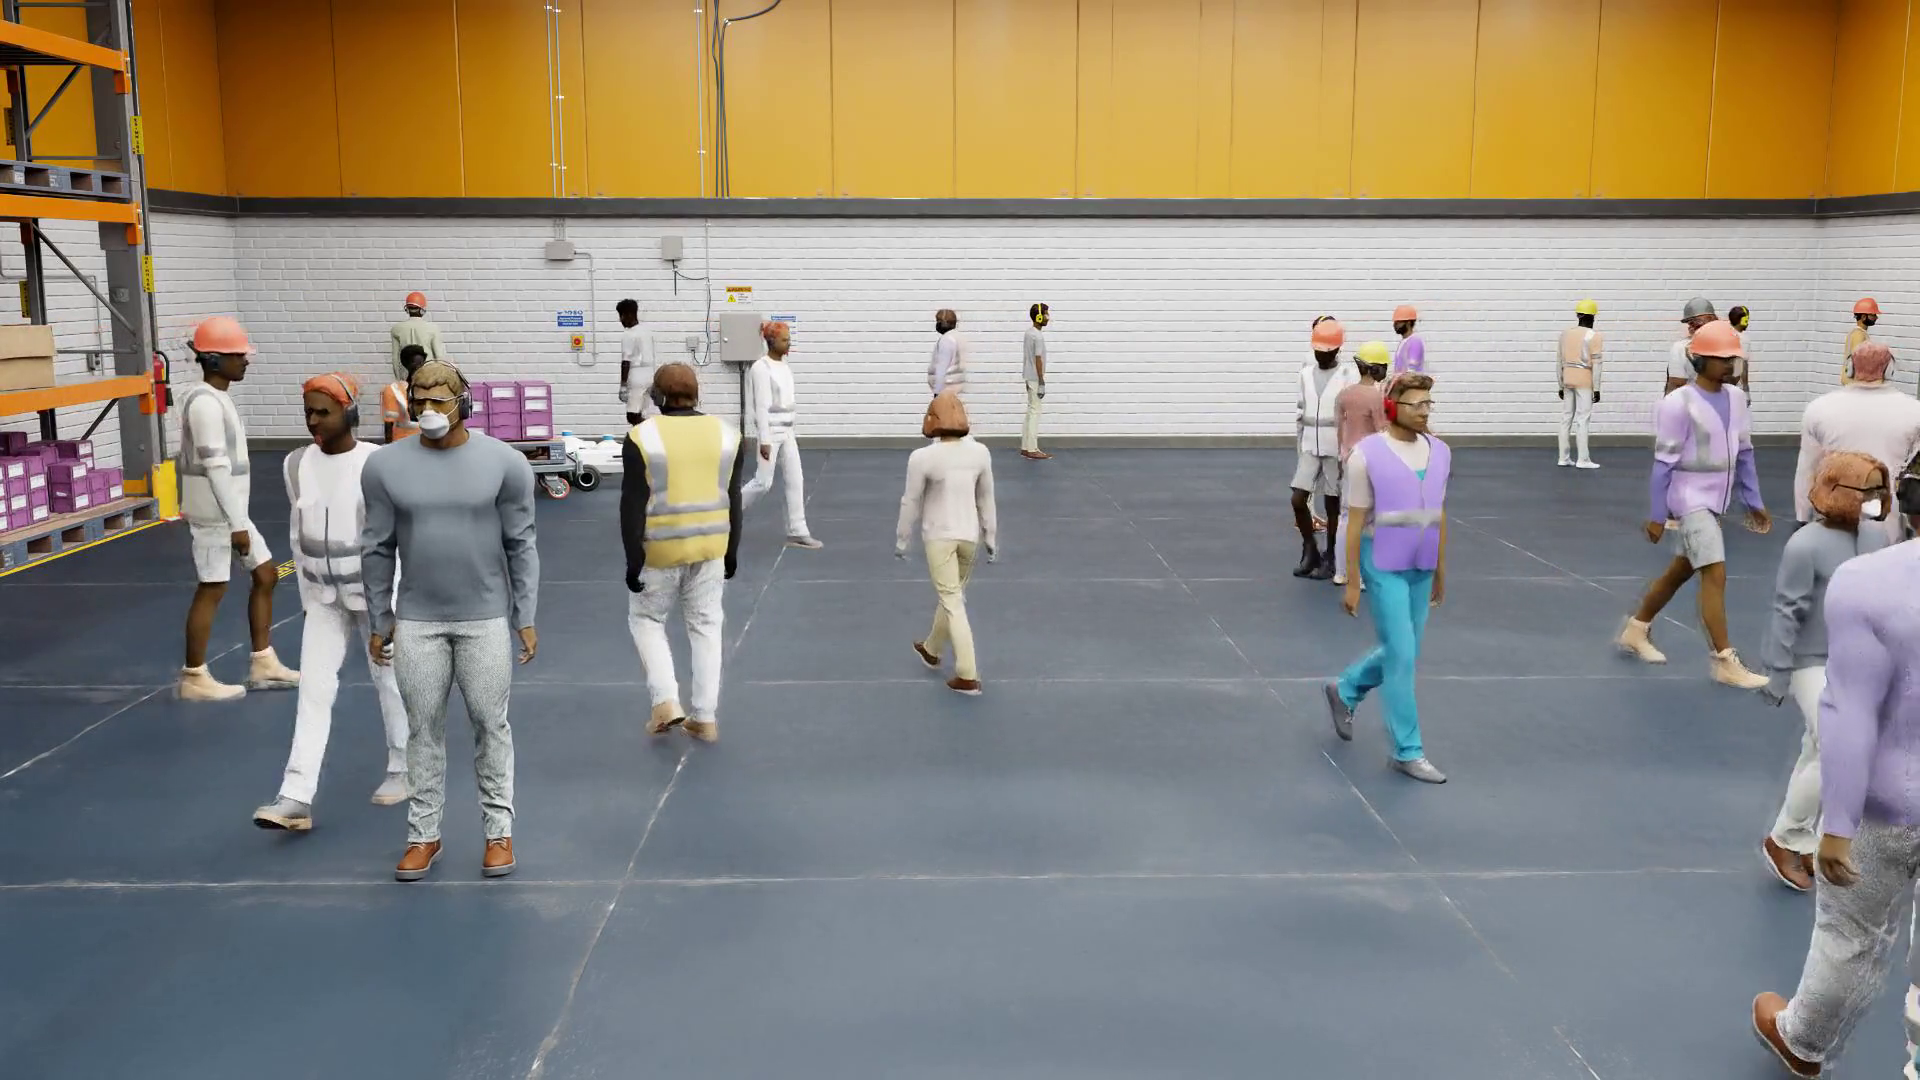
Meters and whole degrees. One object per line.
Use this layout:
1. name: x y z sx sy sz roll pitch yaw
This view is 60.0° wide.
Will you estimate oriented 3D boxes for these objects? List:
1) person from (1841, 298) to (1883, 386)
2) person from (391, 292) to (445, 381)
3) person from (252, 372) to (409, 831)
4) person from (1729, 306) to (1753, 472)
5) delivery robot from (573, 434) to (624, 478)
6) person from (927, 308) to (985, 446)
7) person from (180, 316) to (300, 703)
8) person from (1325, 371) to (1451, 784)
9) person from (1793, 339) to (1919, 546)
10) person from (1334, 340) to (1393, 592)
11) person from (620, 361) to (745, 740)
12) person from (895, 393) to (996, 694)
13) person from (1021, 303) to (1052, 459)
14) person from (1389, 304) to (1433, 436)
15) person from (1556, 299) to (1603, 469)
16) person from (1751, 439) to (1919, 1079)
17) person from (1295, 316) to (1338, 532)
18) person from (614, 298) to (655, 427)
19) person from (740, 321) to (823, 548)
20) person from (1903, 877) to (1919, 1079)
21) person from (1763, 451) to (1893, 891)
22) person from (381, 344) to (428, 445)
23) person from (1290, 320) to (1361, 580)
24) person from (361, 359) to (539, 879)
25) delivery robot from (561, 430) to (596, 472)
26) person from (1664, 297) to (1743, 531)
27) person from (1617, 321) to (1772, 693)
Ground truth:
1. person: 10.233 -1.778 18.930 0.356 1.938 0.543 4 10 22
2. person: -6.409 -1.938 19.733 0.608 1.995 0.376 -1 9 -3
3. person: -2.519 0.253 6.751 0.599 1.837 0.960 2 9 12
4. person: 8.604 -1.659 18.447 0.384 1.857 0.589 -2 9 -12
5. delivery robot: -3.623 -0.847 17.162 0.707 0.478 0.477 -2 9 -13
6. person: -0.100 -1.687 18.711 0.712 1.826 0.634 2 9 10
7. person: -3.765 -0.152 8.712 0.792 2.012 0.655 -3 10 -17
8. person: 1.952 0.134 7.575 0.571 1.823 0.801 -5 11 -30
9. person: 4.910 -0.146 9.091 0.648 1.892 0.518 4 10 24
10. person: 2.875 -0.522 11.756 0.326 1.767 0.533 -4 10 -21
11. person: -1.334 0.064 7.984 0.645 1.832 0.441 -6 11 -31
12. person: -0.109 -0.003 9.068 0.525 1.586 0.829 -6 11 -32
13. person: 0.915 -1.896 19.908 0.332 1.864 0.514 -2 10 -13
14. person: 4.851 -1.590 17.930 0.985 1.893 0.555 -1 9 -6
15. person: 7.060 -1.775 18.938 0.386 1.928 0.589 -5 11 -29
16. person: 2.436 0.648 4.224 0.655 1.881 1.035 0 9 -1
17. person: 3.114 -1.012 14.463 0.315 1.863 0.534 4 10 23
18. person: -3.632 -1.809 19.135 0.694 1.932 0.617 2 10 14
19. person: -1.564 -0.857 13.560 0.871 1.859 0.579 4 10 24
20. person: 1.904 0.992 2.927 0.517 1.620 0.595 -7 12 -37
21. person: 3.175 0.482 6.057 0.516 1.620 0.392 -5 11 -30
22. person: -4.436 -0.759 13.491 0.541 1.674 0.773 -7 11 -36
23. person: 2.629 -0.638 12.056 0.538 1.906 0.480 8 12 41
24. person: -1.890 0.299 6.191 0.637 1.938 0.355 -1 9 -7
25. delivery robot: -4.151 -0.915 17.581 0.477 0.478 0.707 3 10 18
26. person: 6.360 -1.097 14.436 0.674 2.000 0.535 -2 10 -14
27. person: 4.094 -0.216 9.216 0.610 1.996 1.033 -6 11 -34
